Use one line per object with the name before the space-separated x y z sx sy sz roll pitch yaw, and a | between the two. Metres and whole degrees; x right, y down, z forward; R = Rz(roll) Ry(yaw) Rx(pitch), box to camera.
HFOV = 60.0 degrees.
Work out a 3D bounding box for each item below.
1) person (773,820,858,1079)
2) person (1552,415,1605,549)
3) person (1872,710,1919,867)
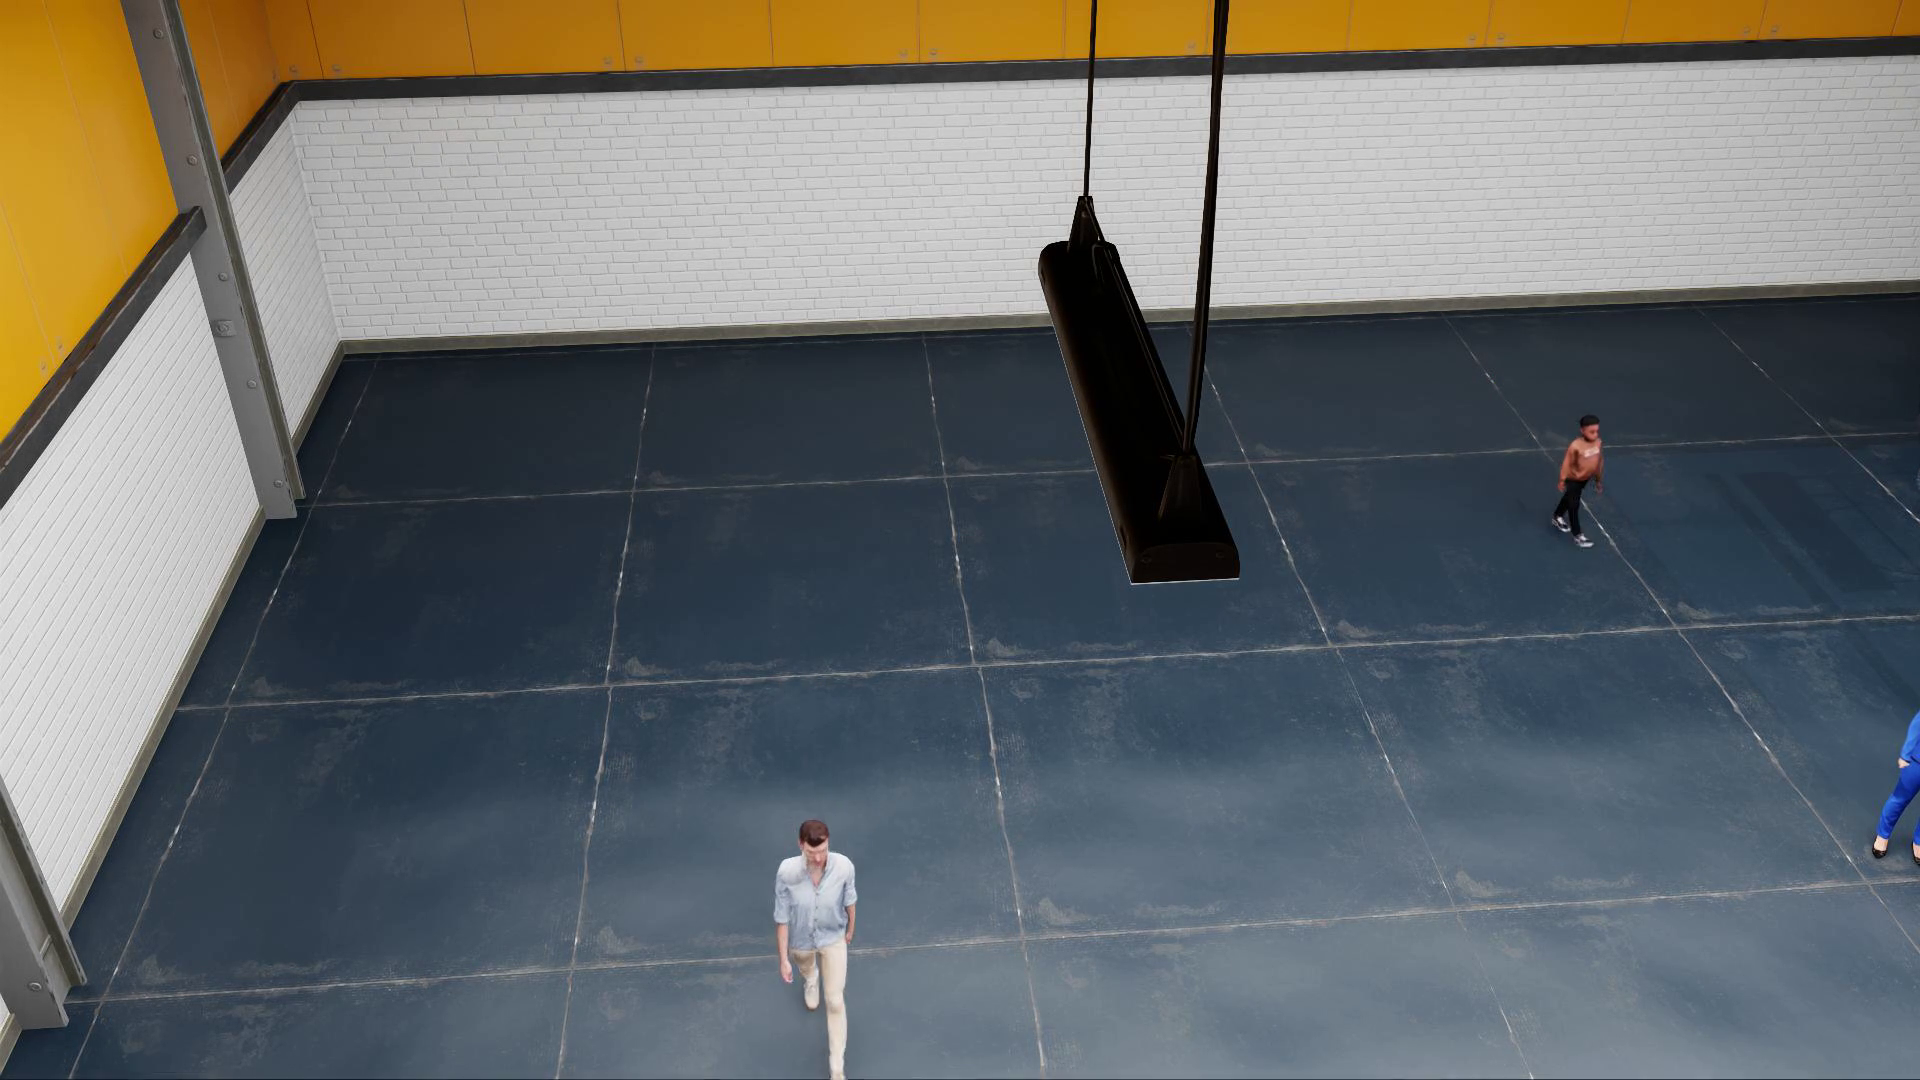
person | -0.887 2.348 10.090 0.647 1.800 1.218 -3 34 -4
person | 5.557 -0.602 15.041 0.686 1.231 0.896 -14 36 -20
person | 6.724 1.512 11.437 0.706 1.701 0.693 11 35 16
